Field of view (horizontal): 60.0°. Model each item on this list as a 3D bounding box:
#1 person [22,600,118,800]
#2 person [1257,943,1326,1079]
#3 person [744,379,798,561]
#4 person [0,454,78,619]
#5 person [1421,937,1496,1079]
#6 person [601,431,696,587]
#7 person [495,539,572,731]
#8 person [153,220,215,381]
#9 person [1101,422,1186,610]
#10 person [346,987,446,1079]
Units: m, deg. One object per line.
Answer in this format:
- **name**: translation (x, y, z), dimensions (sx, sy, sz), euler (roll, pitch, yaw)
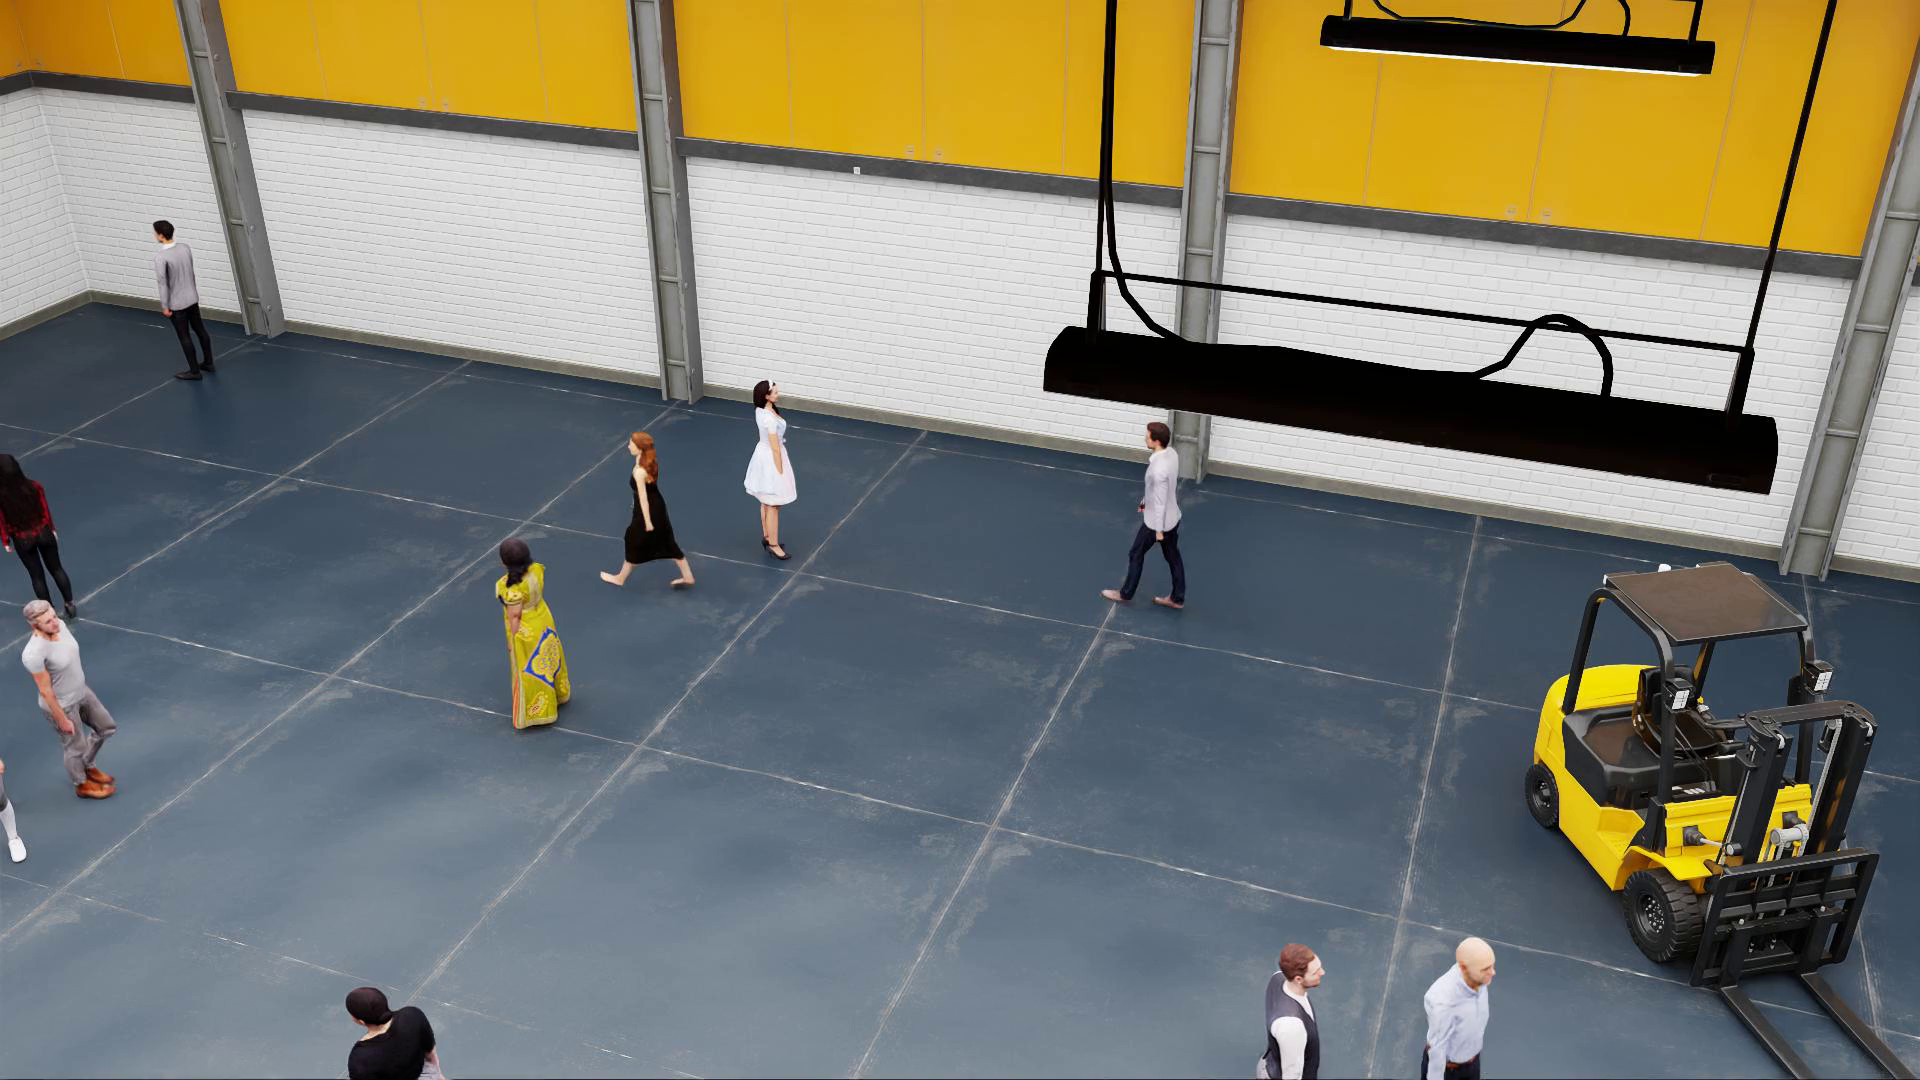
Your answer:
- **person**: translation (-6.722, 1.199, 12.326), dimensions (0.812, 1.802, 0.833), euler (-3, 29, -5)
- **person**: translation (1.748, 2.932, 9.006), dimensions (0.645, 1.938, 0.717), euler (3, 29, 5)
- **person**: translation (-1.786, -0.674, 15.744), dimensions (0.914, 1.817, 0.859), euler (-10, 30, -17)
- **person**: translation (-8.181, -0.002, 14.687), dimensions (0.655, 1.650, 0.652), euler (-24, 37, -37)
- **person**: translation (2.649, 2.891, 9.256), dimensions (1.006, 1.772, 1.217), euler (-23, 36, -36)
- **person**: translation (-2.742, -0.236, 15.190), dimensions (1.133, 1.578, 0.732), euler (4, 29, 8)
- **person**: translation (-3.466, 0.721, 13.352), dimensions (0.776, 1.659, 0.861), euler (7, 29, 13)
- **person**: translation (-9.164, -2.842, 19.610), dimensions (0.612, 1.921, 0.734), euler (8, 30, 15)
- **person**: translation (1.883, -0.176, 14.831), dimensions (0.985, 1.818, 0.723), euler (13, 31, 23)
- **person**: translation (-2.919, 3.091, 8.928), dimensions (0.690, 1.735, 0.727), euler (18, 33, 29)
